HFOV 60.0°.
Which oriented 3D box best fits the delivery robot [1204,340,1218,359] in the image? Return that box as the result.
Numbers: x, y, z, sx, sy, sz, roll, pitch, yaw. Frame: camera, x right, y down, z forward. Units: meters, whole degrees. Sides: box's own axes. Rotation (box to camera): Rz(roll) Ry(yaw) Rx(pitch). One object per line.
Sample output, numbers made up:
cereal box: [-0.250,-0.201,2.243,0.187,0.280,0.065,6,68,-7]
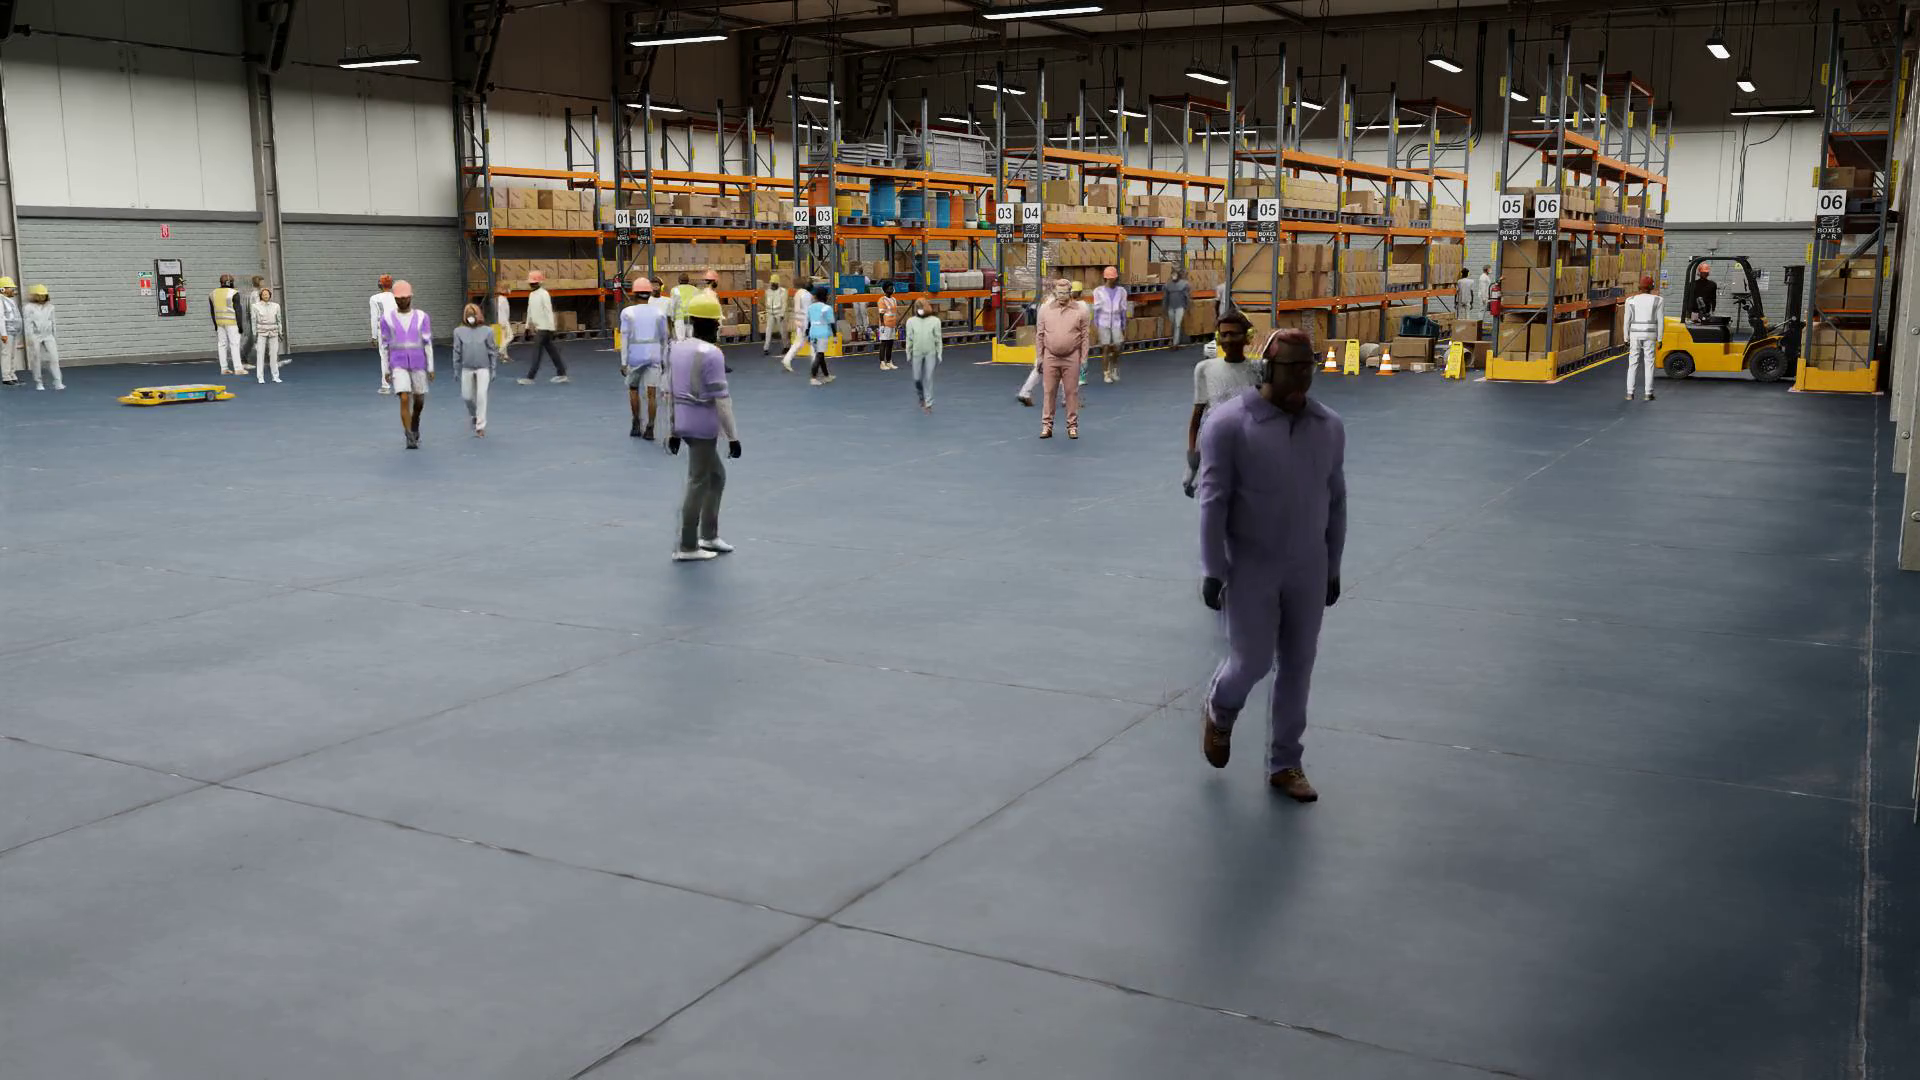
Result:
delivery robot: [5.179,-3.851,33.454,0.477,0.478,0.707,5,11,28]

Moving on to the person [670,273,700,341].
person: [-5.543,-4.453,33.495,0.633,1.841,0.429,-5,11,-28]

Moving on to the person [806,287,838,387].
person: [-2.287,-3.418,27.970,0.550,1.646,0.857,8,12,38]

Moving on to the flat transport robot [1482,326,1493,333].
flat transport robot: [14.167,-5.796,45.946,1.431,0.197,0.652,-4,11,-24]

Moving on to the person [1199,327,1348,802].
person: [1.268,0.089,6.732,0.663,1.894,0.515,-3,10,-18]

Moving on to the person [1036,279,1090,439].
person: [1.218,-2.153,19.856,0.639,1.902,0.407,1,10,8]

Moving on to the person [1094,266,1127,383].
person: [2.573,-3.665,28.399,0.606,2.011,0.503,-1,10,-7]

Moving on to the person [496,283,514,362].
person: [-9.339,-4.474,34.237,0.344,1.618,0.529,-2,10,-11]

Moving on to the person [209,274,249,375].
person: [-13.442,-3.951,30.570,0.624,1.838,0.430,3,10,15]

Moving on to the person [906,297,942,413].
person: [-0.489,-2.572,23.153,0.519,1.617,0.420,1,10,4]

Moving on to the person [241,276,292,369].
person: [-13.491,-4.194,32.111,0.980,1.792,0.509,-3,10,-19]

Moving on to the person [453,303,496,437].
person: [-5.865,-2.061,20.149,0.501,1.617,0.489,-1,10,-7]

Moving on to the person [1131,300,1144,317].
person: [4.786,-6.341,44.443,0.660,1.872,0.857,6,12,33]

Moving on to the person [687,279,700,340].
person: [-6.181,-5.224,38.584,0.513,1.645,0.307,6,11,32]

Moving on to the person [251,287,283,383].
person: [-11.896,-3.512,28.568,0.515,1.641,0.314,-8,13,-40]

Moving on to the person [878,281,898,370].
person: [-1.370,-4.092,31.800,0.315,1.696,0.541,5,11,28]

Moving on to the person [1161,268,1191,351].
person: [4.916,-5.269,38.141,0.651,1.883,1.014,5,11,27]

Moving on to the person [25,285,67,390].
person: [-14.810,-3.257,26.899,0.822,1.706,0.501,8,13,39]

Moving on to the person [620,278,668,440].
person: [-3.784,-2.159,19.836,0.579,1.912,0.750,-4,10,-20]

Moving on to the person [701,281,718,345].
person: [-5.532,-4.850,36.408,0.513,1.640,0.311,1,10,3]

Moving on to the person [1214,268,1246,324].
person: [5.823,-4.856,35.638,0.647,1.905,0.991,5,11,27]

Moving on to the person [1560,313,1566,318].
person: [16.495,-6.684,45.973,1.060,2.000,0.689,9,13,42]

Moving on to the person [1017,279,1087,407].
person: [1.301,-2.821,23.932,1.005,1.859,0.633,0,10,0]

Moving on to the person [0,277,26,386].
person: [-15.950,-3.495,27.909,0.403,1.831,0.596,-2,10,-11]

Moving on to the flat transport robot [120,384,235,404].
flat transport robot: [-11.653,-2.181,24.785,0.652,0.197,1.431,6,12,33]

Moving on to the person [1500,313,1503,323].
person: [14.592,-6.361,44.304,0.621,1.992,1.019,4,10,21]

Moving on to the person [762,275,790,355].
person: [-4.062,-4.983,36.824,0.572,1.778,0.916,3,10,16]

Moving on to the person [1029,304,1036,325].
person: [1.781,-5.259,37.991,0.371,1.916,0.597,-4,11,-24]

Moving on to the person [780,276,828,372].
person: [-2.945,-4.035,31.148,0.863,1.814,0.632,-5,11,-25]

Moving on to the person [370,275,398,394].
person: [-9.057,-3.258,26.378,0.576,1.882,0.355,-8,13,-41]

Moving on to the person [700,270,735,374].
person: [-4.428,-3.946,30.325,0.860,1.904,0.577,-5,11,-26]

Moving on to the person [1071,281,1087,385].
person: [1.916,-3.465,27.950,0.498,1.747,0.559,-5,11,-28]

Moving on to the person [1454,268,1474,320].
person: [13.529,-6.365,44.647,0.509,1.860,0.333,2,10,13]

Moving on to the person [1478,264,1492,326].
person: [15.138,-6.973,47.963,0.358,1.937,0.636,4,10,22]

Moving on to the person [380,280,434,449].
person: [-6.313,-2.012,18.993,0.553,1.915,0.746,-4,11,-23]

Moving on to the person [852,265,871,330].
person: [-2.632,-6.321,44.144,0.630,1.938,0.369,9,13,43]

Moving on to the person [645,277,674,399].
person: [-4.638,-3.095,25.484,0.519,1.865,0.331,-3,10,-16]

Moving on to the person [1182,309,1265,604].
person: [1.667,-0.491,10.261,0.565,1.862,0.458,4,10,22]

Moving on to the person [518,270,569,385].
person: [-7.126,-3.616,28.348,0.962,1.940,0.655,-7,12,-35]

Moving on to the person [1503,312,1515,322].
person: [14.161,-6.017,42.710,0.607,1.814,0.622,-4,10,-22]

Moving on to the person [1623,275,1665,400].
person: [10.336,-3.049,25.149,0.579,1.884,0.352,5,11,29]

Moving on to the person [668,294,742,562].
person: [-1.777,-0.799,11.896,0.660,1.900,0.603,-7,12,-36]

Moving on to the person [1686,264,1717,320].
person: [16.290,-5.056,36.575,0.625,1.991,0.392,3,10,18]
